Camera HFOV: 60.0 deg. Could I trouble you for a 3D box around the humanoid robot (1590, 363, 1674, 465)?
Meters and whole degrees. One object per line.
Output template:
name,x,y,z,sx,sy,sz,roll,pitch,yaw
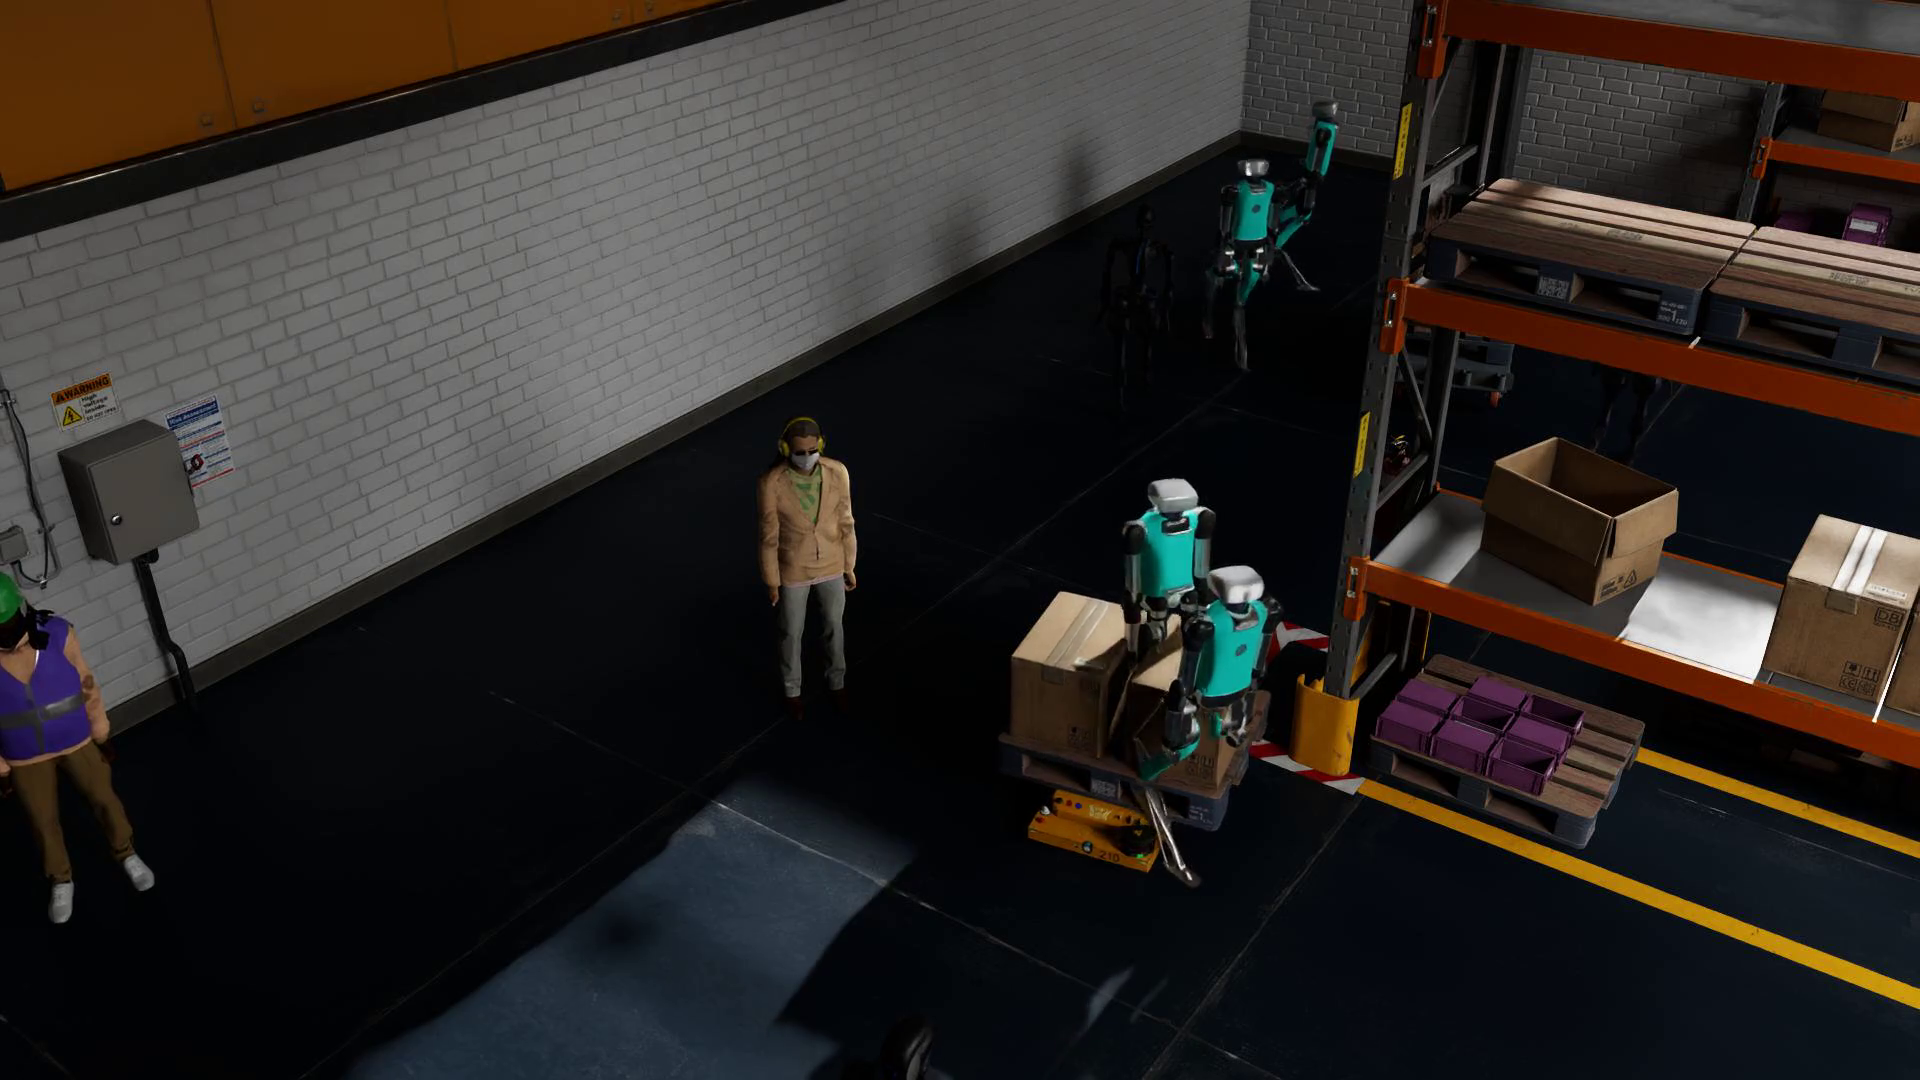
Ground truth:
humanoid robot,4.767,-1.221,11.788,0.589,1.646,0.722,20,35,30

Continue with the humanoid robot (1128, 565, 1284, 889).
humanoid robot,1.081,0.780,8.257,0.568,1.779,0.925,-15,33,-24

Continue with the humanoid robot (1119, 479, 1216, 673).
humanoid robot,1.166,0.622,8.508,0.530,1.777,0.821,-13,33,-22

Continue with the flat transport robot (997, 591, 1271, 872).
flat transport robot,0.930,1.207,8.946,0.659,0.231,1.431,13,32,21

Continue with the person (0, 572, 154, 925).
person,-4.261,0.947,7.756,0.546,1.917,0.460,-20,36,-31

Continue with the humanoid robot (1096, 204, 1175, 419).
humanoid robot,1.339,-1.794,12.790,0.594,1.627,0.772,6,31,11

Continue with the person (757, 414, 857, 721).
person,-0.845,0.142,9.201,0.548,1.871,0.392,-11,32,-18

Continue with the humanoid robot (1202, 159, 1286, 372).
humanoid robot,2.242,-2.333,13.685,0.534,1.786,1.038,-6,31,-11

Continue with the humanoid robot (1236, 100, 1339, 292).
humanoid robot,2.839,-3.080,14.938,0.953,1.764,0.544,7,31,12

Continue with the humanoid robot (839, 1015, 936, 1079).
humanoid robot,-0.220,2.270,5.729,0.588,1.624,0.755,13,32,21
